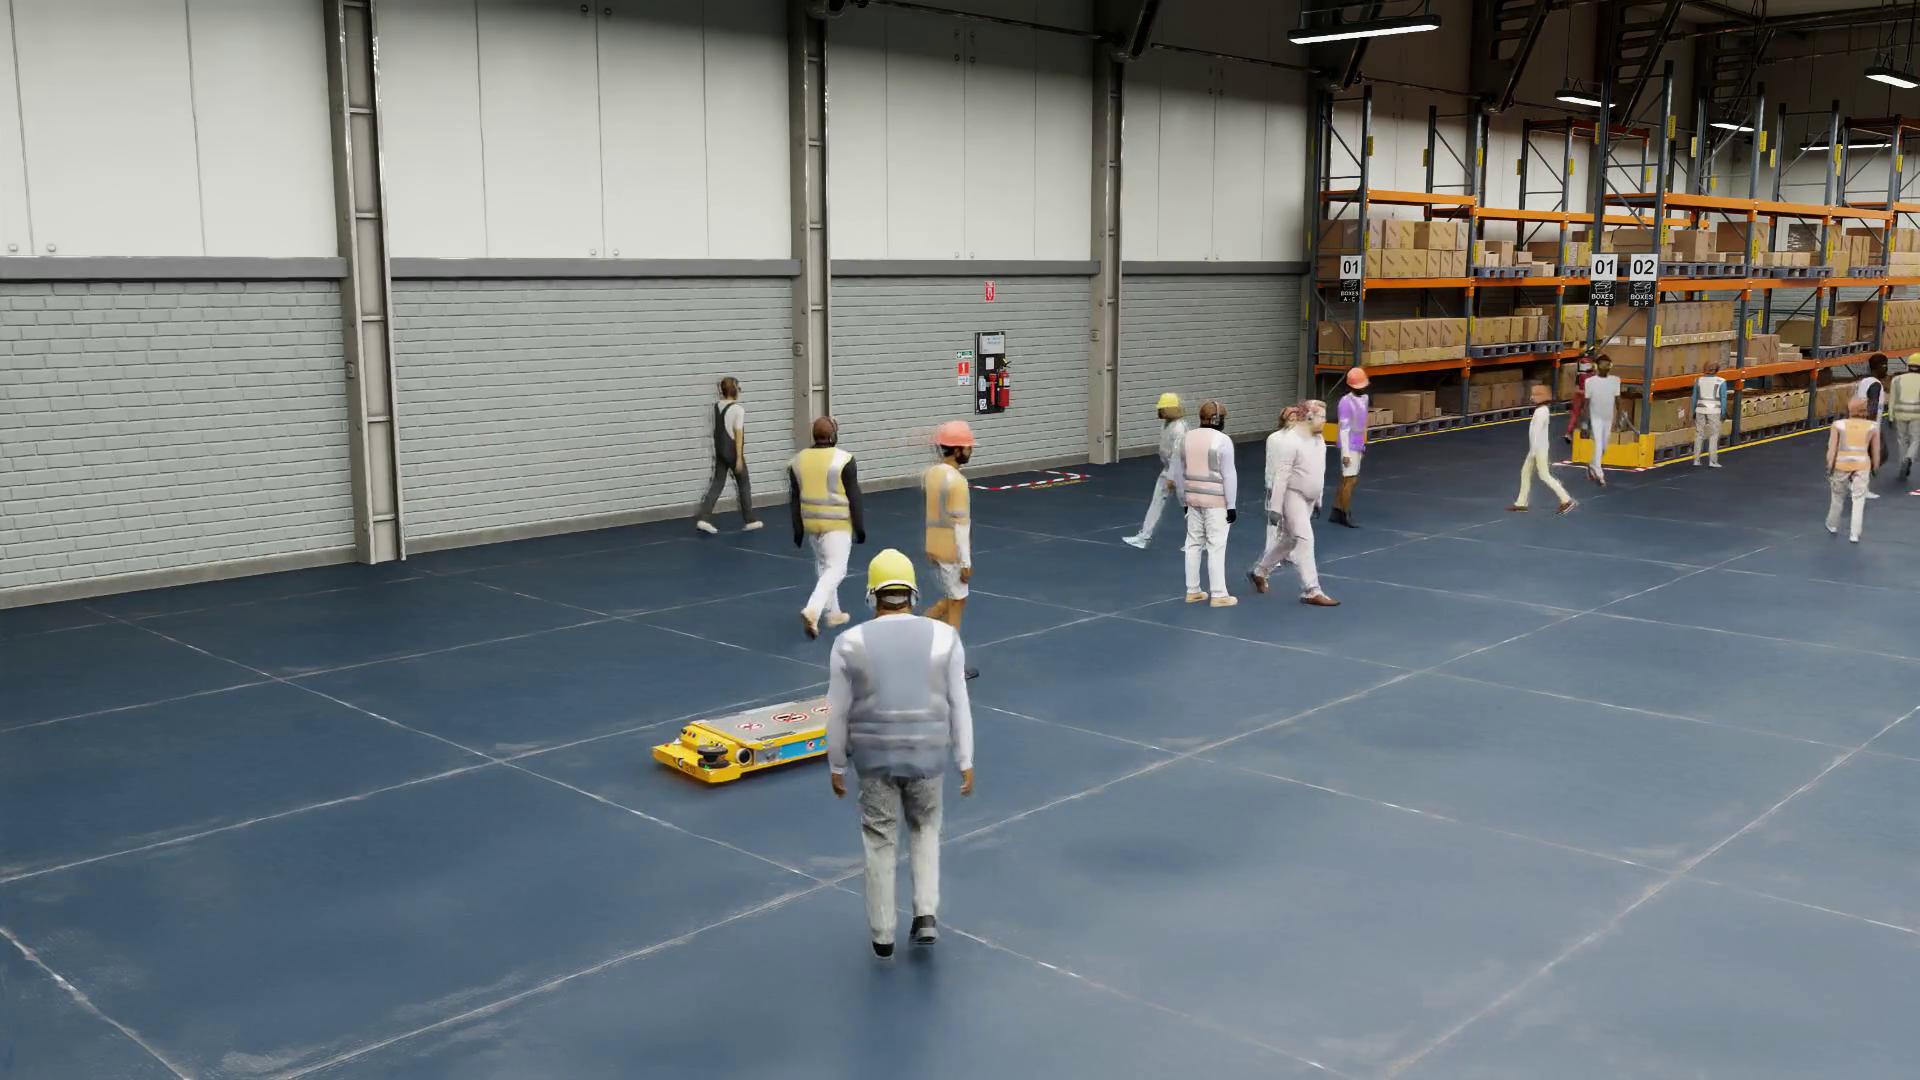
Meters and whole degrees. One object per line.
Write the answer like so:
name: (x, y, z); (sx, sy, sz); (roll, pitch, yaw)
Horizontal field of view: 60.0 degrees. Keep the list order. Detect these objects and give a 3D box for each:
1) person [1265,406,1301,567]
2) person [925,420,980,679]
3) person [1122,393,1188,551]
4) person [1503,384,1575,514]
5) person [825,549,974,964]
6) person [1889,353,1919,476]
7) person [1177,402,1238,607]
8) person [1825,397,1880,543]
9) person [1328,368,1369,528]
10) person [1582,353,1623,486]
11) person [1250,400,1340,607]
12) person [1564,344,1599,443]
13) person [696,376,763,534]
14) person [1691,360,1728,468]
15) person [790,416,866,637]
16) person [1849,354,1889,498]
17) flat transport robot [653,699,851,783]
person: (3.312, -0.542, 16.903); (0.511, 1.635, 0.312); (-5, 10, -27)
person: (-0.097, 0.088, 12.172); (0.509, 1.925, 0.556); (-4, 10, -23)
person: (2.207, -0.710, 17.729); (0.908, 1.690, 0.495); (-3, 10, -15)
person: (7.189, -1.115, 20.489); (0.795, 1.605, 0.507); (3, 10, 20)
person: (-0.266, 0.944, 7.312); (0.659, 1.805, 0.462); (-1, 9, -7)
person: (13.705, -1.792, 23.975); (0.599, 1.810, 0.699); (8, 12, 41)
person: (2.247, -0.323, 14.948); (0.430, 1.838, 0.619); (-8, 12, -41)
person: (9.931, -0.792, 18.527); (0.551, 1.592, 0.860); (3, 10, 20)
person: (4.543, -1.083, 19.443); (0.606, 1.886, 0.632); (7, 12, 38)
person: (8.997, -1.702, 23.364); (0.517, 1.839, 0.834); (0, 9, 0)
person: (3.024, -0.358, 15.130); (0.967, 1.858, 0.692); (7, 12, 38)
person: (10.787, -2.526, 28.680); (0.875, 1.729, 0.521); (-8, 13, -42)
person: (-2.666, -0.966, 18.977); (0.522, 1.808, 0.945); (7, 12, 37)
person: (11.364, -1.913, 25.242); (0.310, 1.636, 0.523); (-9, 13, -42)
person: (-1.131, -0.118, 13.776); (0.623, 1.813, 0.818); (6, 11, 32)
person: (11.928, -1.481, 21.774); (0.450, 1.907, 0.616); (3, 10, 17)
flat transport robot: (-1.119, 1.212, 10.346); (1.431, 0.197, 0.652); (-8, 12, -39)
